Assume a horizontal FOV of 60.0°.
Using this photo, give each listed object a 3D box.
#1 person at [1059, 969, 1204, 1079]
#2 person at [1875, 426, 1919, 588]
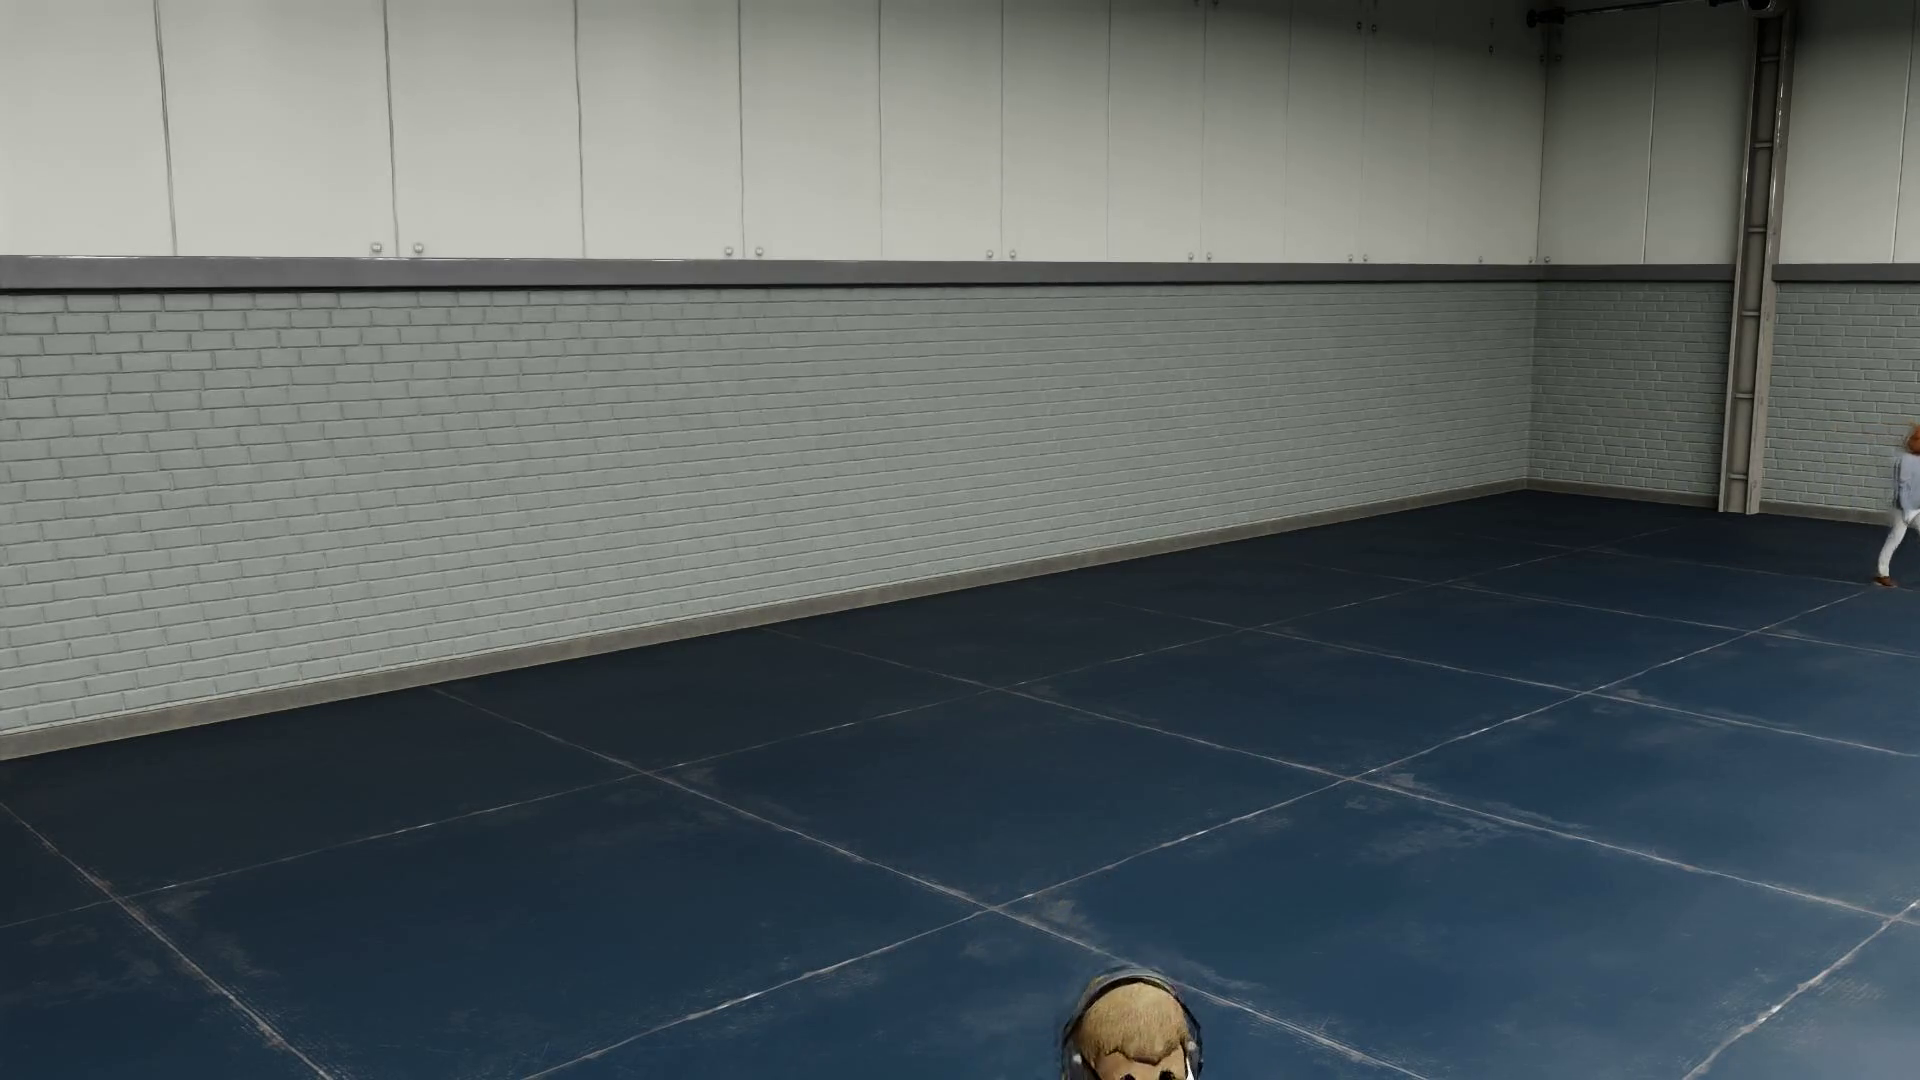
[{"bbox_3d":[0.318,1.645,2.815,0.655,1.884,1.022,-2,9,-14],"label":"person"},{"bbox_3d":[9.065,-0.284,15.726,0.518,1.579,0.868,-3,10,-21],"label":"person"}]
